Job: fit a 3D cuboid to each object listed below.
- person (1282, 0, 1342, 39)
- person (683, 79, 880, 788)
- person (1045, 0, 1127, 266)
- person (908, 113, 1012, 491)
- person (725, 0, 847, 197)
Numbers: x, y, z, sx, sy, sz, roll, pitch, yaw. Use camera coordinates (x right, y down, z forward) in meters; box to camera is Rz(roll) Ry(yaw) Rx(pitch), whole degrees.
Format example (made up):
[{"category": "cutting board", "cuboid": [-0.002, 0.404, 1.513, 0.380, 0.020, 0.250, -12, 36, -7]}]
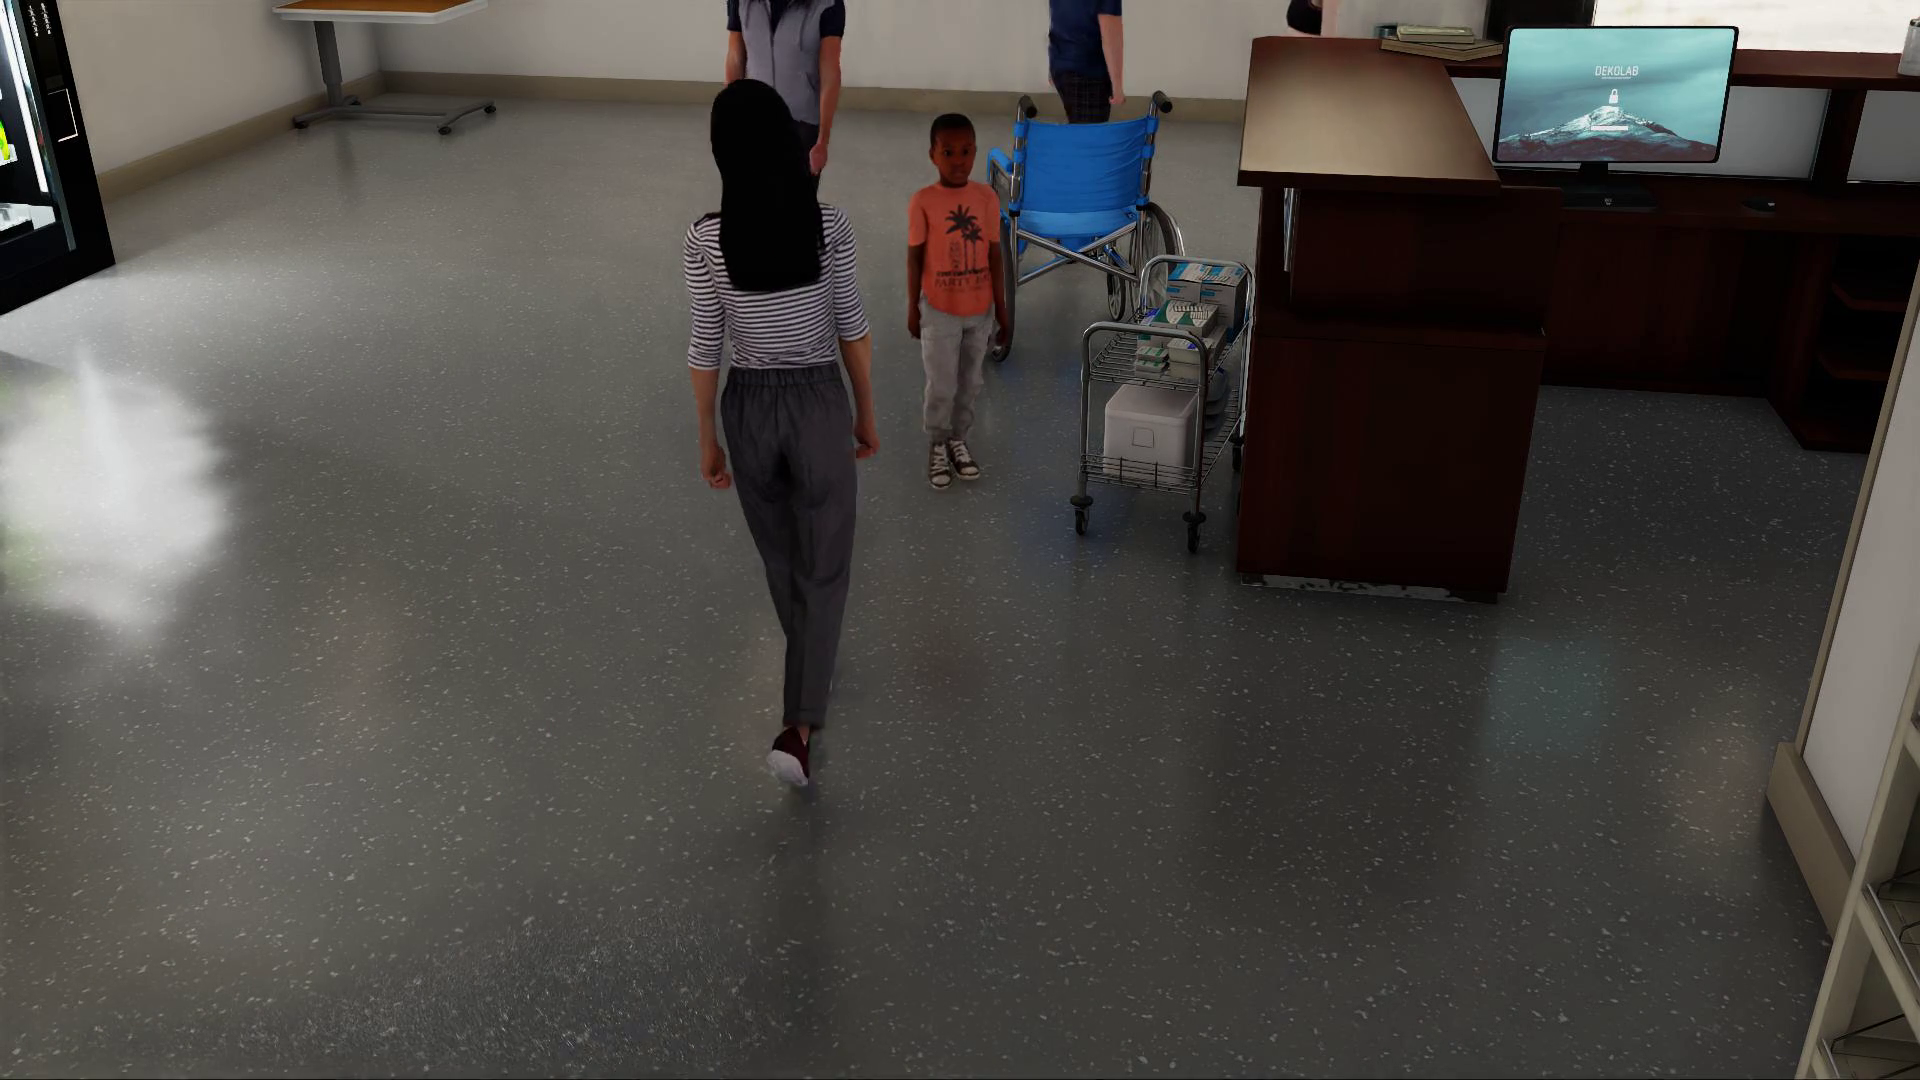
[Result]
[{"category": "person", "cuboid": [1.640, -2.037, 7.748, 0.723, 1.782, 0.660, -2, 26, -4]}, {"category": "person", "cuboid": [-0.422, -0.210, 4.054, 0.739, 1.700, 1.161, 1, 26, 2]}, {"category": "person", "cuboid": [0.525, -2.239, 8.098, 0.910, 1.843, 0.846, -15, 29, -28]}, {"category": "person", "cuboid": [-0.028, -0.850, 5.844, 0.563, 1.298, 0.606, -7, 27, -13]}, {"category": "person", "cuboid": [-0.710, -1.808, 7.253, 0.720, 1.800, 0.613, 7, 27, 15]}]
